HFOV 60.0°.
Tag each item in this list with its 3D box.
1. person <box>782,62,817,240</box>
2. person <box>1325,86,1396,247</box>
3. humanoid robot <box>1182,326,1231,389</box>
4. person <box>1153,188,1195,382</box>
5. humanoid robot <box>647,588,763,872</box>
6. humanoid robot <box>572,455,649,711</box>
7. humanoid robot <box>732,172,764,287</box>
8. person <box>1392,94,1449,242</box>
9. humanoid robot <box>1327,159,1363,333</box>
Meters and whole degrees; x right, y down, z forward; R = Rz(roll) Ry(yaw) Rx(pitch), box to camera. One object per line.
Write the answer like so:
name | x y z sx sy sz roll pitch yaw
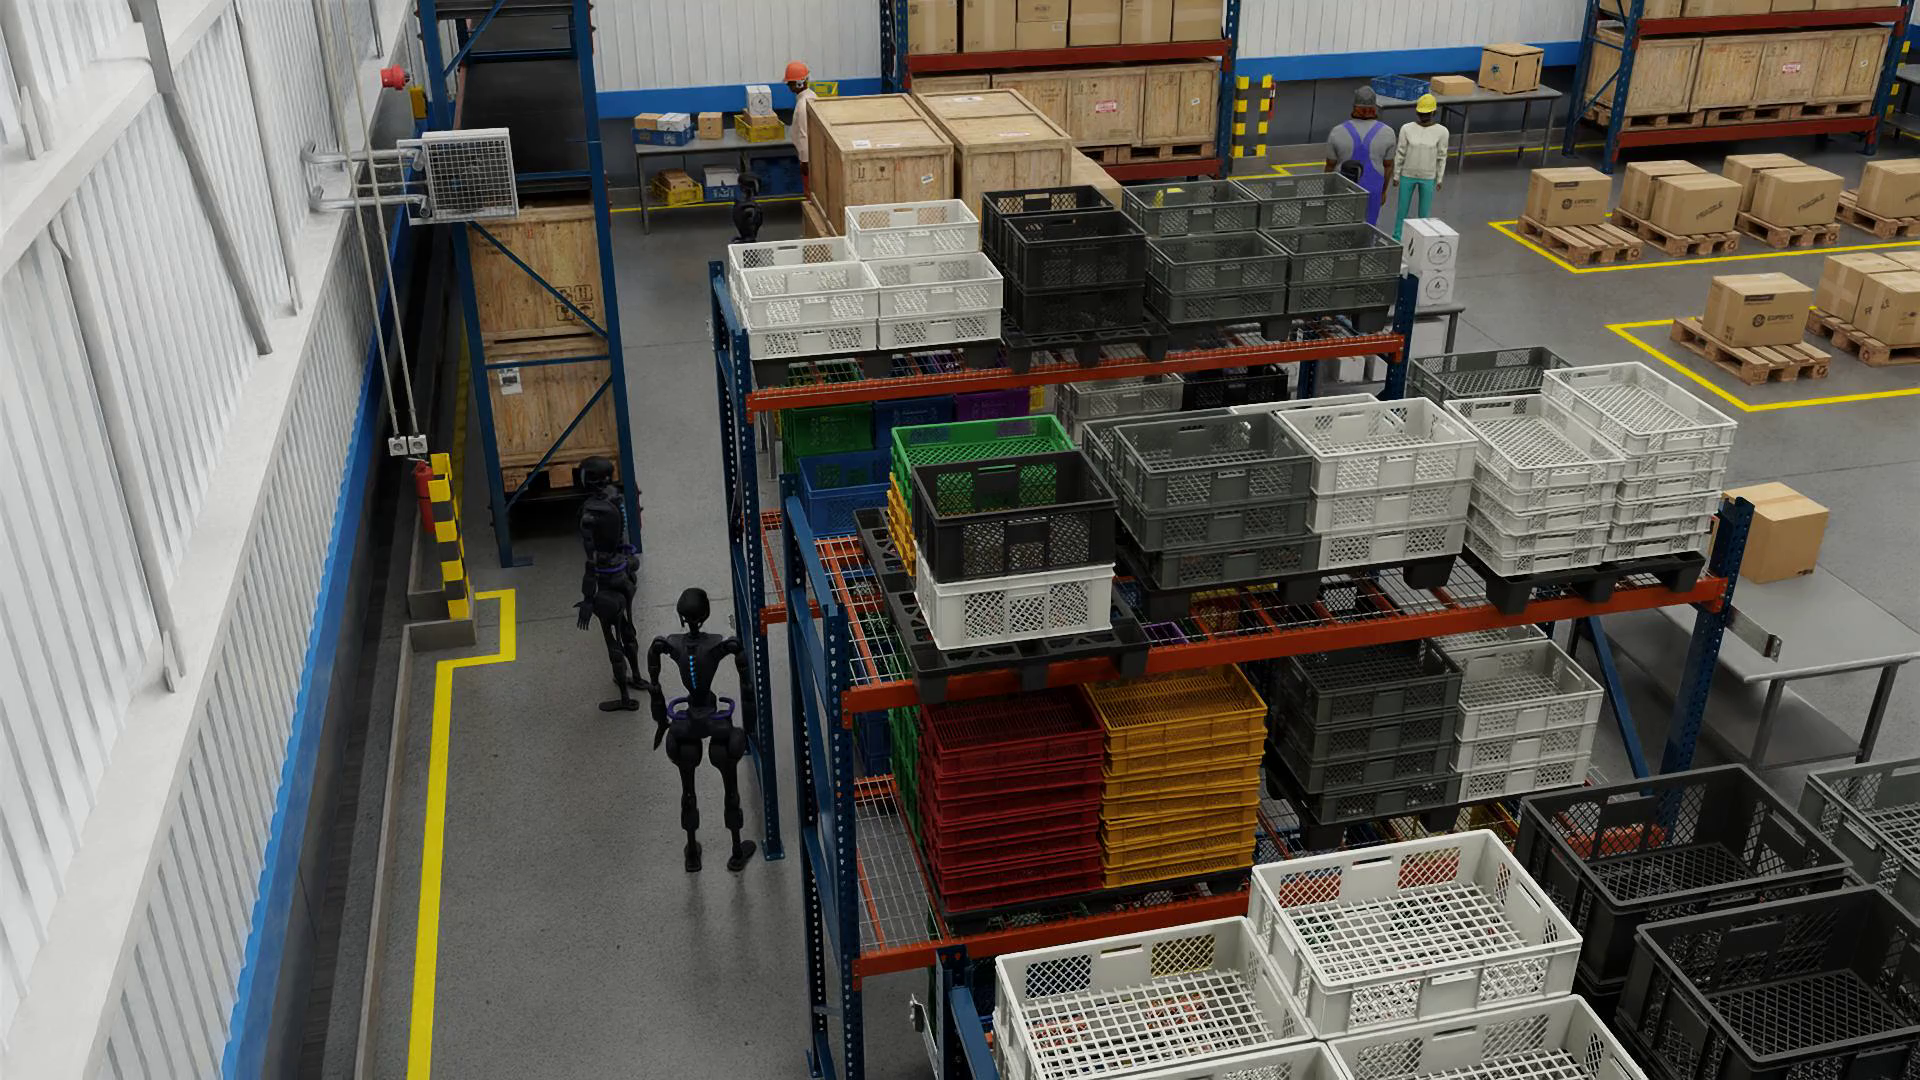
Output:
person | -1.706 -4.259 18.303 0.431 1.977 0.604 1 28 2
person | 4.066 -3.639 17.053 0.682 2.000 0.536 6 28 11
humanoid robot | 1.895 -1.205 12.859 0.706 1.622 0.589 -18 33 -30
person | 1.786 -2.103 14.266 0.370 1.919 0.584 -10 29 -17
humanoid robot | -1.327 0.980 8.662 0.586 1.657 0.330 0 28 1
humanoid robot | -2.127 0.252 10.043 0.326 1.657 0.592 4 28 8
humanoid robot | -1.973 -2.611 15.495 0.362 1.648 0.599 -4 28 -7
person | 4.906 -3.885 17.810 0.534 1.767 0.314 9 29 17
humanoid robot | 3.612 -2.807 15.858 0.336 1.650 0.574 -1 28 -2
